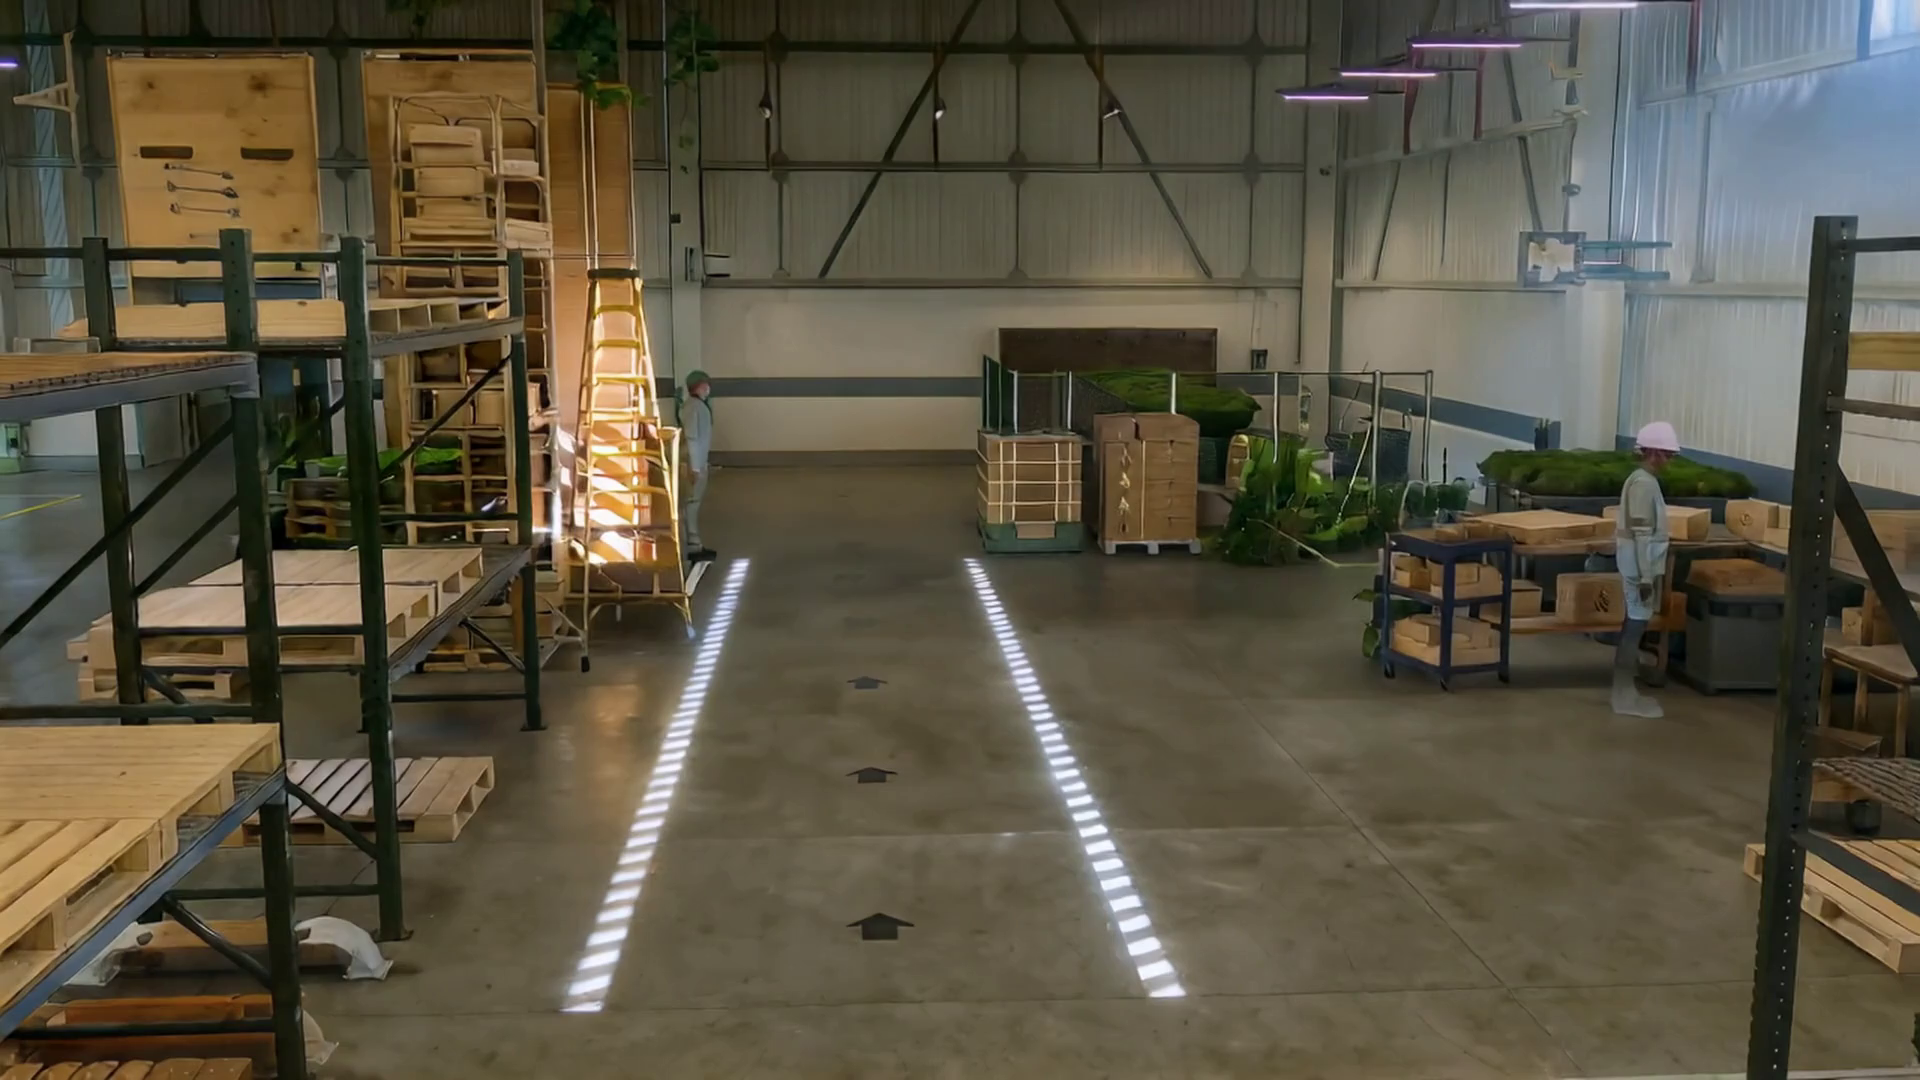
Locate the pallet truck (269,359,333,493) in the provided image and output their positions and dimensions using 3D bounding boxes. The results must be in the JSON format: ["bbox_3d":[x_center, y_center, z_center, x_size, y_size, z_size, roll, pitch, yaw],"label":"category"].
[{"bbox_3d":[-7.062,-1.131,18.996,1.885,1.965,0.823,2,9,13],"label":"pallet truck"}]

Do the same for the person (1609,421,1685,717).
[{"bbox_3d":[4.515,0.183,10.938,0.370,1.933,0.553,3,10,18],"label":"person"}]

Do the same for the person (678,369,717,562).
[{"bbox_3d":[-2.659,-0.758,16.837,0.379,1.940,0.629,0,9,-1],"label":"person"}]
